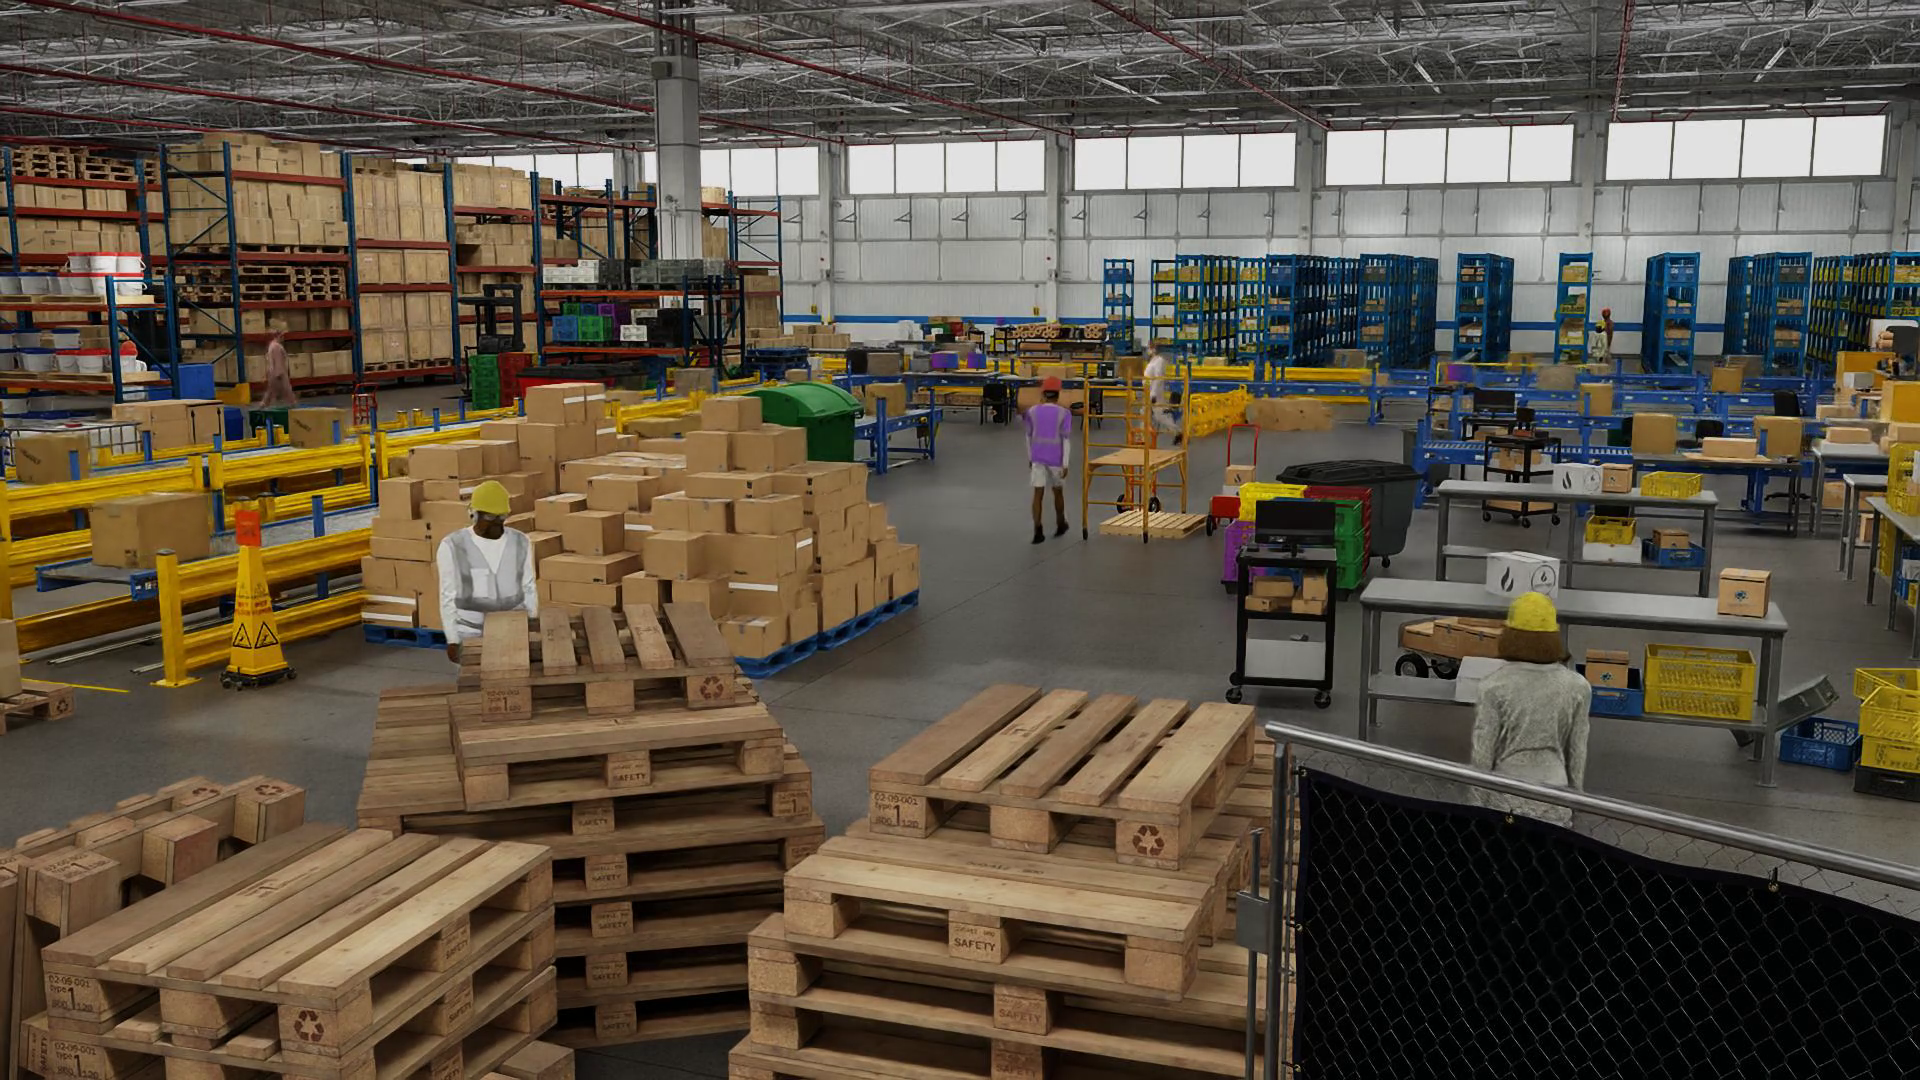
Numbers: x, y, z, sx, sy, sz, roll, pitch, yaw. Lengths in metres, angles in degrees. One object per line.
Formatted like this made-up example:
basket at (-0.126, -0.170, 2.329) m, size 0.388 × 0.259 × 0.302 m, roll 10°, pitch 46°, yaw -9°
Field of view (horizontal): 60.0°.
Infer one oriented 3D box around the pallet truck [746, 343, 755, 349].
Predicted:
pallet truck at (-6.183, -4.618, 44.264) m, size 1.601 × 1.201 × 0.680 m, roll -9°, pitch 12°, yaw -43°

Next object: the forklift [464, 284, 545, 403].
forklift at (-10.832, -4.702, 39.610) m, size 1.129 × 2.768 × 1.873 m, roll 3°, pitch 10°, yaw 20°

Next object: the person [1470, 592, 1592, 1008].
person at (2.347, 1.077, 6.915) m, size 0.488 × 1.741 × 0.319 m, roll 0°, pitch 9°, yaw -3°

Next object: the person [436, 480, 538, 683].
person at (-2.834, 0.540, 10.053) m, size 0.605 × 1.821 × 0.415 m, roll -6°, pitch 11°, yaw -33°

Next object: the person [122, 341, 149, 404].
person at (-14.093, -2.430, 28.345) m, size 0.383 × 1.929 × 0.539 m, roll 9°, pitch 12°, yaw 43°

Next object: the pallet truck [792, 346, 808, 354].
pallet truck at (-3.705, -4.298, 42.022) m, size 0.653 × 1.274 × 1.630 m, roll 3°, pitch 10°, yaw 20°

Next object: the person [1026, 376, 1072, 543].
person at (1.026, -0.931, 19.066) m, size 0.552 × 1.886 × 0.985 m, roll 2°, pitch 9°, yaw 14°

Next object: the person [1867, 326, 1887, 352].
person at (20.047, -3.771, 36.455) m, size 0.634 × 2.020 × 0.418 m, roll -8°, pitch 12°, yaw -41°

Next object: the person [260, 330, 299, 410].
person at (-14.840, -3.650, 36.261) m, size 1.012 × 1.850 × 0.656 m, roll -6°, pitch 11°, yaw -35°

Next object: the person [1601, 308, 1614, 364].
person at (20.478, -6.347, 52.734) m, size 0.392 × 1.988 × 0.608 m, roll 0°, pitch 9°, yaw 0°

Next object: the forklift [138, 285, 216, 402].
forklift at (-17.480, -4.200, 36.461) m, size 1.873 × 2.768 × 1.129 m, roll 3°, pitch 10°, yaw 19°

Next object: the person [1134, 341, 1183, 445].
person at (3.520, -2.609, 29.621) m, size 0.870 × 1.875 × 0.642 m, roll -2°, pitch 9°, yaw -11°

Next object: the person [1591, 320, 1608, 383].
person at (17.099, -4.960, 44.499) m, size 0.404 × 1.836 × 0.600 m, roll 1°, pitch 9°, yaw 7°
